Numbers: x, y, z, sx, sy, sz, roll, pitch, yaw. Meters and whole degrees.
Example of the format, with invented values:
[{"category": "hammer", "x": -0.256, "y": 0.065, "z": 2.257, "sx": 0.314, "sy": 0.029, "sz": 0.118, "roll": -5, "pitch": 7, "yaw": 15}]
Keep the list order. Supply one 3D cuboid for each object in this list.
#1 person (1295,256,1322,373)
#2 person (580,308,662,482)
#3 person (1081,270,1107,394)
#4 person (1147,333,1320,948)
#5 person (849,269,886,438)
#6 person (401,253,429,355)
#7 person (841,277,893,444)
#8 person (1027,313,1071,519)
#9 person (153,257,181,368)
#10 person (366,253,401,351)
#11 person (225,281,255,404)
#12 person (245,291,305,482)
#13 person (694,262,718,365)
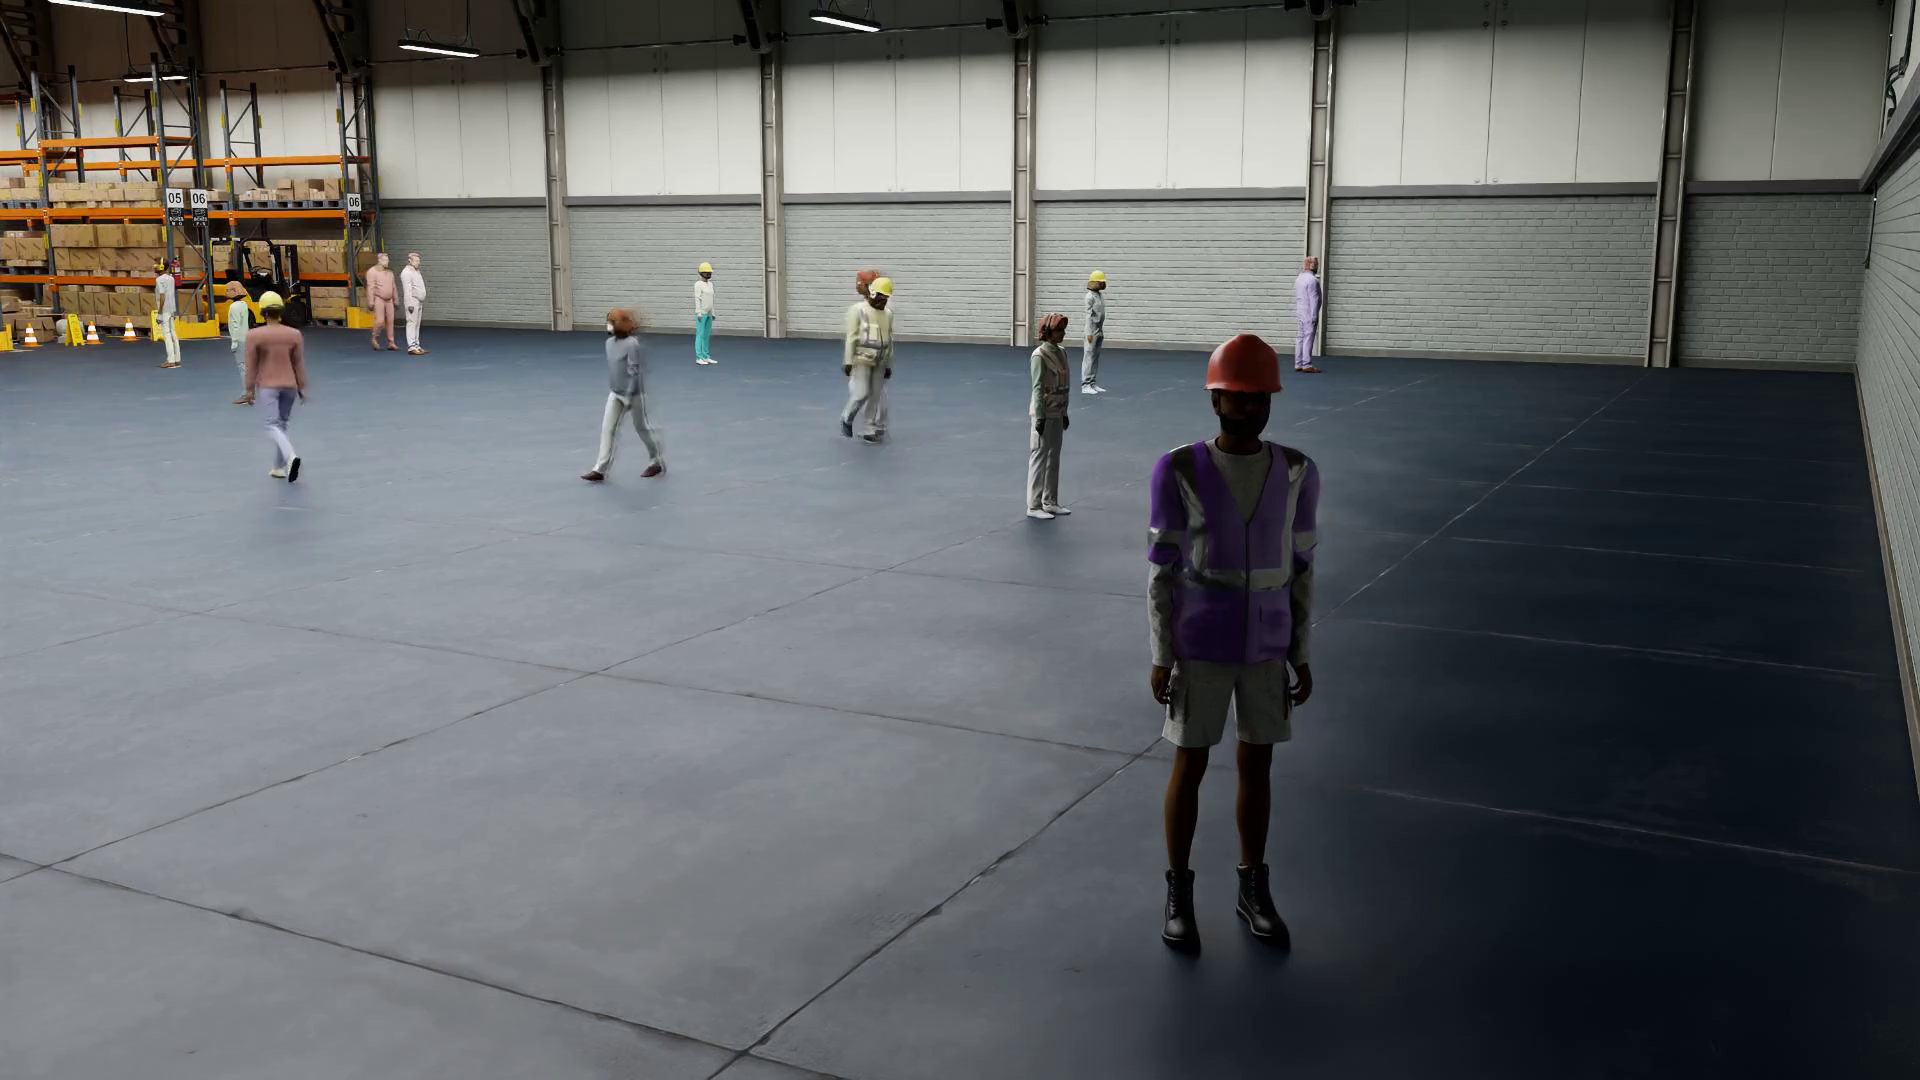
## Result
[{"category": "person", "x": 5.733, "y": -3.696, "z": 27.272, "sx": 0.403, "sy": 1.904, "sz": 0.651, "roll": -2, "pitch": 11, "yaw": -12}, {"category": "person", "x": -3.082, "y": -1.329, "z": 15.218, "sx": 0.516, "sy": 1.583, "sz": 0.852, "roll": 9, "pitch": 14, "yaw": 41}, {"category": "person", "x": 1.934, "y": -2.956, "z": 23.676, "sx": 0.322, "sy": 1.742, "sz": 0.493, "roll": 5, "pitch": 12, "yaw": 26}, {"category": "person", "x": 0.860, "y": 0.325, "z": 5.240, "sx": 0.545, "sy": 1.942, "sz": 0.350, "roll": -1, "pitch": 10, "yaw": -7}, {"category": "person", "x": -1.008, "y": -2.038, "z": 18.343, "sx": 0.425, "sy": 1.871, "sz": 0.580, "roll": -3, "pitch": 11, "yaw": -18}, {"category": "person", "x": -10.287, "y": -4.453, "z": 31.412, "sx": 0.405, "sy": 1.903, "sz": 0.636, "roll": 0, "pitch": 10, "yaw": -1}, {"category": "person", "x": -0.987, "y": -1.925, "z": 17.912, "sx": 0.635, "sy": 1.794, "sz": 0.524, "roll": -9, "pitch": 14, "yaw": -41}, {"category": "person", "x": 0.710, "y": -0.982, "z": 13.226, "sx": 0.317, "sy": 1.629, "sz": 0.508, "roll": 5, "pitch": 12, "yaw": 27}, {"category": "person", "x": -13.490, "y": -3.850, "z": 28.209, "sx": 0.334, "sy": 1.873, "sz": 0.550, "roll": 0, "pitch": 10, "yaw": 0}, {"category": "person", "x": -11.192, "y": -4.624, "z": 32.348, "sx": 0.450, "sy": 1.897, "sz": 0.699, "roll": 5, "pitch": 12, "yaw": 27}, {"category": "person", "x": -9.620, "y": -2.632, "z": 22.208, "sx": 0.274, "sy": 1.632, "sz": 0.507, "roll": -1, "pitch": 10, "yaw": -8}, {"category": "person", "x": -6.215, "y": -1.397, "z": 15.174, "sx": 0.737, "sy": 1.739, "sz": 0.531, "roll": 9, "pitch": 14, "yaw": 42}, {"category": "person", "x": -4.435, "y": -3.946, "z": 29.009, "sx": 0.319, "sy": 1.769, "sz": 0.523, "roll": 4, "pitch": 11, "yaw": 22}]
